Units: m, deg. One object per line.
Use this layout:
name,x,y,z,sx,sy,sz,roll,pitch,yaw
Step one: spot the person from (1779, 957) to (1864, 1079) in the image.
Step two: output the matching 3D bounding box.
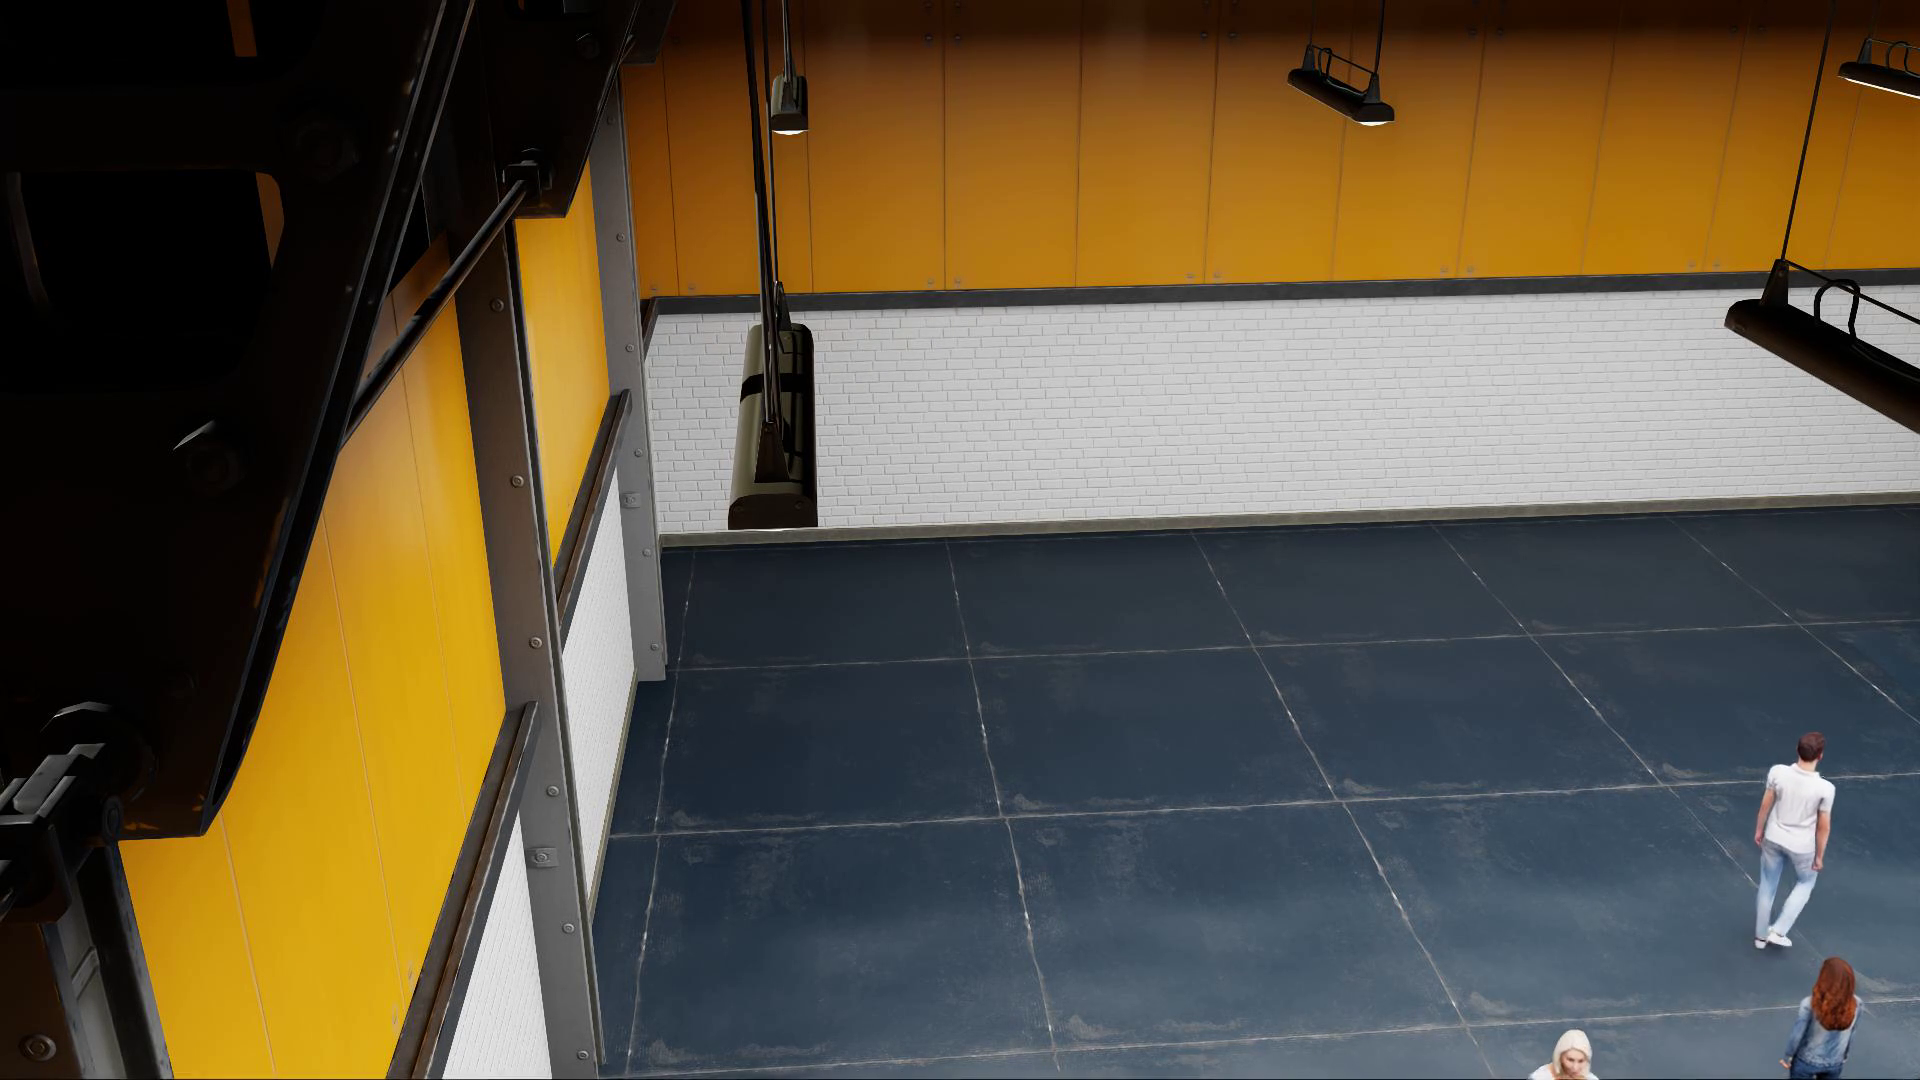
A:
person,5.499,3.315,10.631,0.582,1.471,0.507,0,24,0

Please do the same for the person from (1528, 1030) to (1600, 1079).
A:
person,3.476,3.531,9.818,0.680,1.726,0.948,0,24,1

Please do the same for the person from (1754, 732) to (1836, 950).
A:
person,6.192,2.310,12.464,0.792,1.844,0.863,22,32,40
